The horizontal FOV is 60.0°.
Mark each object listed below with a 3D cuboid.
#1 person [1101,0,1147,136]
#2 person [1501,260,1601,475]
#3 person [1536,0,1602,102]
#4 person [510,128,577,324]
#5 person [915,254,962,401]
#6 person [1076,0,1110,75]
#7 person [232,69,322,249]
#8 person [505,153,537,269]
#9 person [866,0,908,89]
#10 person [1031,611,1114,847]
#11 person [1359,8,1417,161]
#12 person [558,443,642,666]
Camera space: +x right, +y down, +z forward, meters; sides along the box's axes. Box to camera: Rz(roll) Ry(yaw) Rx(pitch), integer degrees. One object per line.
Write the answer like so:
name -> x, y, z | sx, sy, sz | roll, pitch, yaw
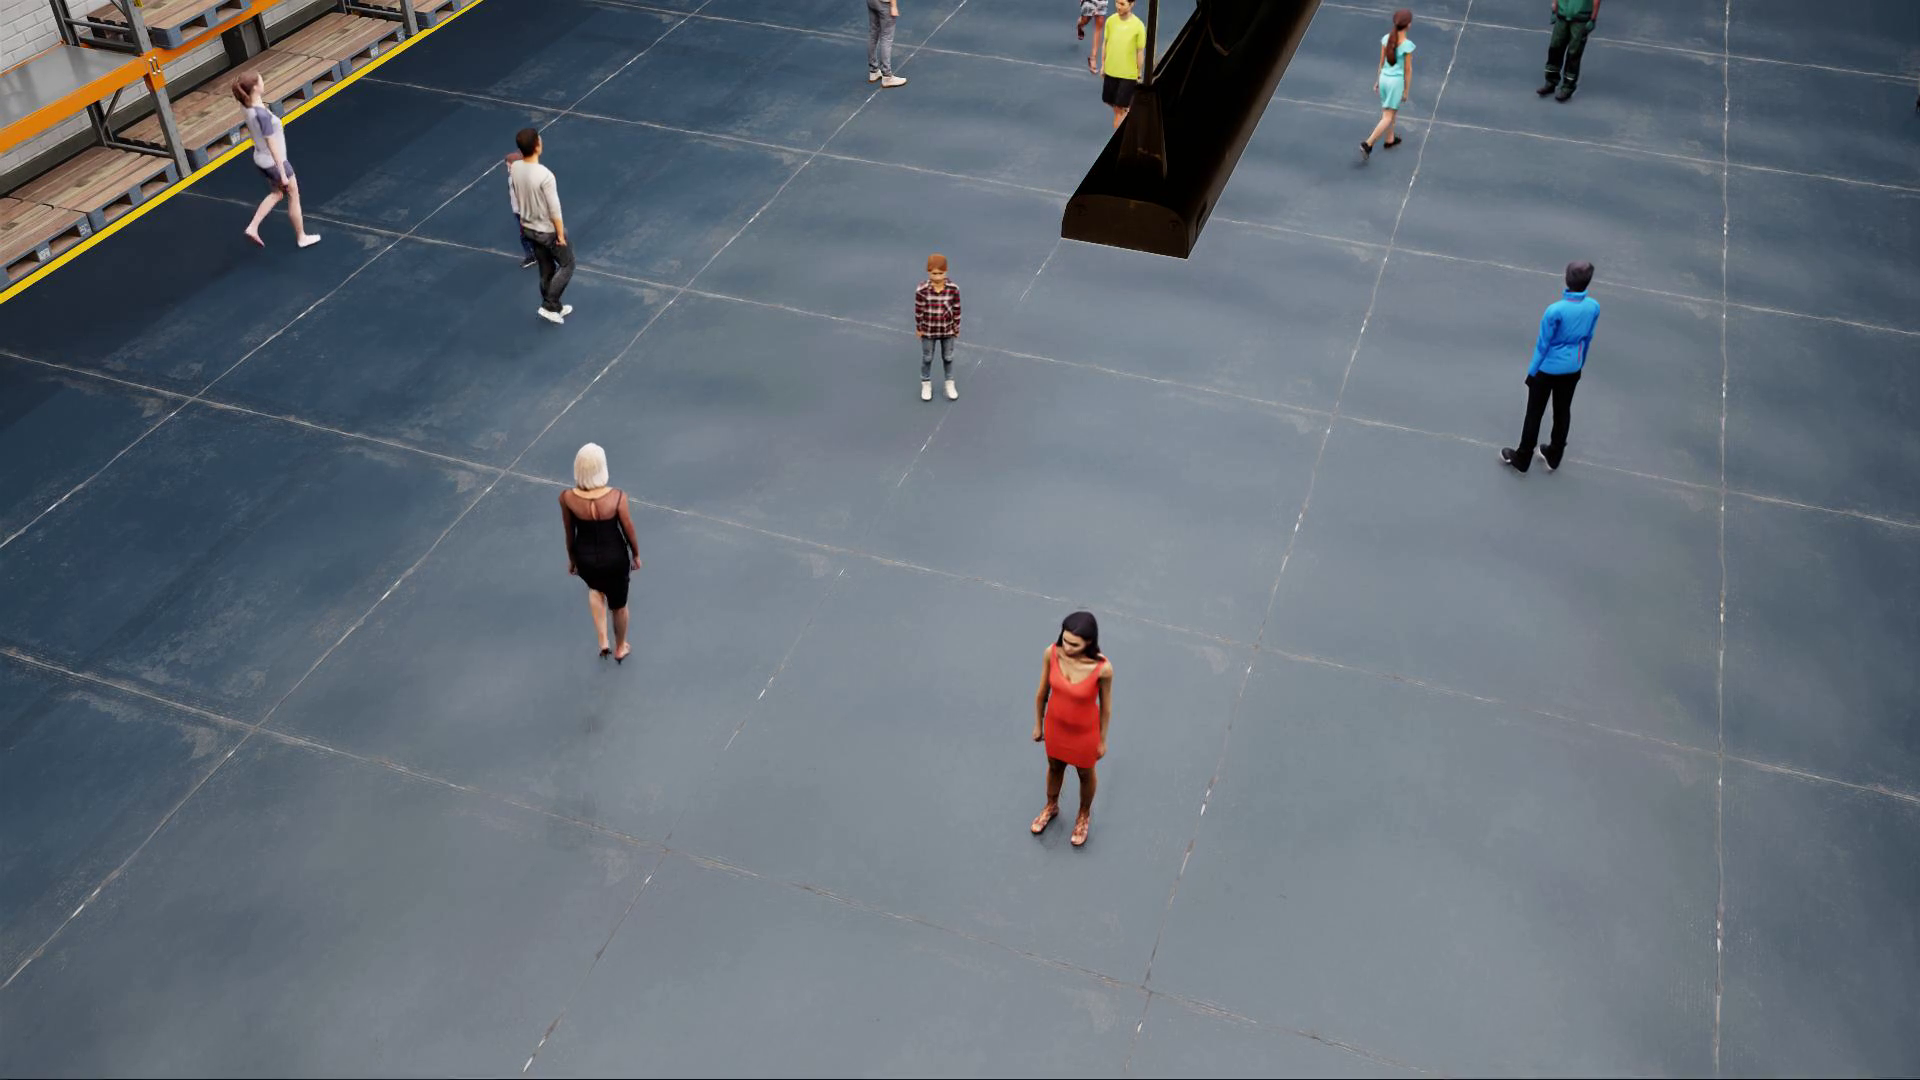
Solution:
person -> 1.693, -4.840, 17.046 | 0.798, 1.687, 1.050 | 24, 44, 27
person -> 4.501, -1.290, 12.512 | 0.695, 1.797, 0.722 | -10, 40, -12
person -> 6.644, -5.671, 17.965 | 0.750, 1.838, 0.734 | 28, 47, 31
person -> -3.606, -2.619, 14.173 | 0.683, 1.800, 0.742 | 17, 42, 20
person -> -0.180, -1.738, 13.468 | 0.594, 1.303, 0.608 | -3, 39, -4
person -> 1.481, -6.182, 18.632 | 0.891, 1.804, 1.016 | -9, 39, -11
person -> -6.363, -3.416, 15.213 | 0.762, 1.748, 0.958 | 30, 47, 32
person -> -3.953, -3.044, 15.264 | 0.519, 1.104, 0.647 | 23, 44, 26
person -> -0.871, -5.934, 18.249 | 0.746, 1.894, 0.741 | -26, 45, -29
person -> 0.657, 1.074, 9.615 | 0.596, 1.719, 0.507 | 15, 41, 17
person -> 4.349, -4.600, 16.865 | 1.076, 1.538, 0.871 | -28, 46, -30
person -> -2.324, 0.177, 10.726 | 0.713, 1.734, 0.740 | 0, 39, -1
